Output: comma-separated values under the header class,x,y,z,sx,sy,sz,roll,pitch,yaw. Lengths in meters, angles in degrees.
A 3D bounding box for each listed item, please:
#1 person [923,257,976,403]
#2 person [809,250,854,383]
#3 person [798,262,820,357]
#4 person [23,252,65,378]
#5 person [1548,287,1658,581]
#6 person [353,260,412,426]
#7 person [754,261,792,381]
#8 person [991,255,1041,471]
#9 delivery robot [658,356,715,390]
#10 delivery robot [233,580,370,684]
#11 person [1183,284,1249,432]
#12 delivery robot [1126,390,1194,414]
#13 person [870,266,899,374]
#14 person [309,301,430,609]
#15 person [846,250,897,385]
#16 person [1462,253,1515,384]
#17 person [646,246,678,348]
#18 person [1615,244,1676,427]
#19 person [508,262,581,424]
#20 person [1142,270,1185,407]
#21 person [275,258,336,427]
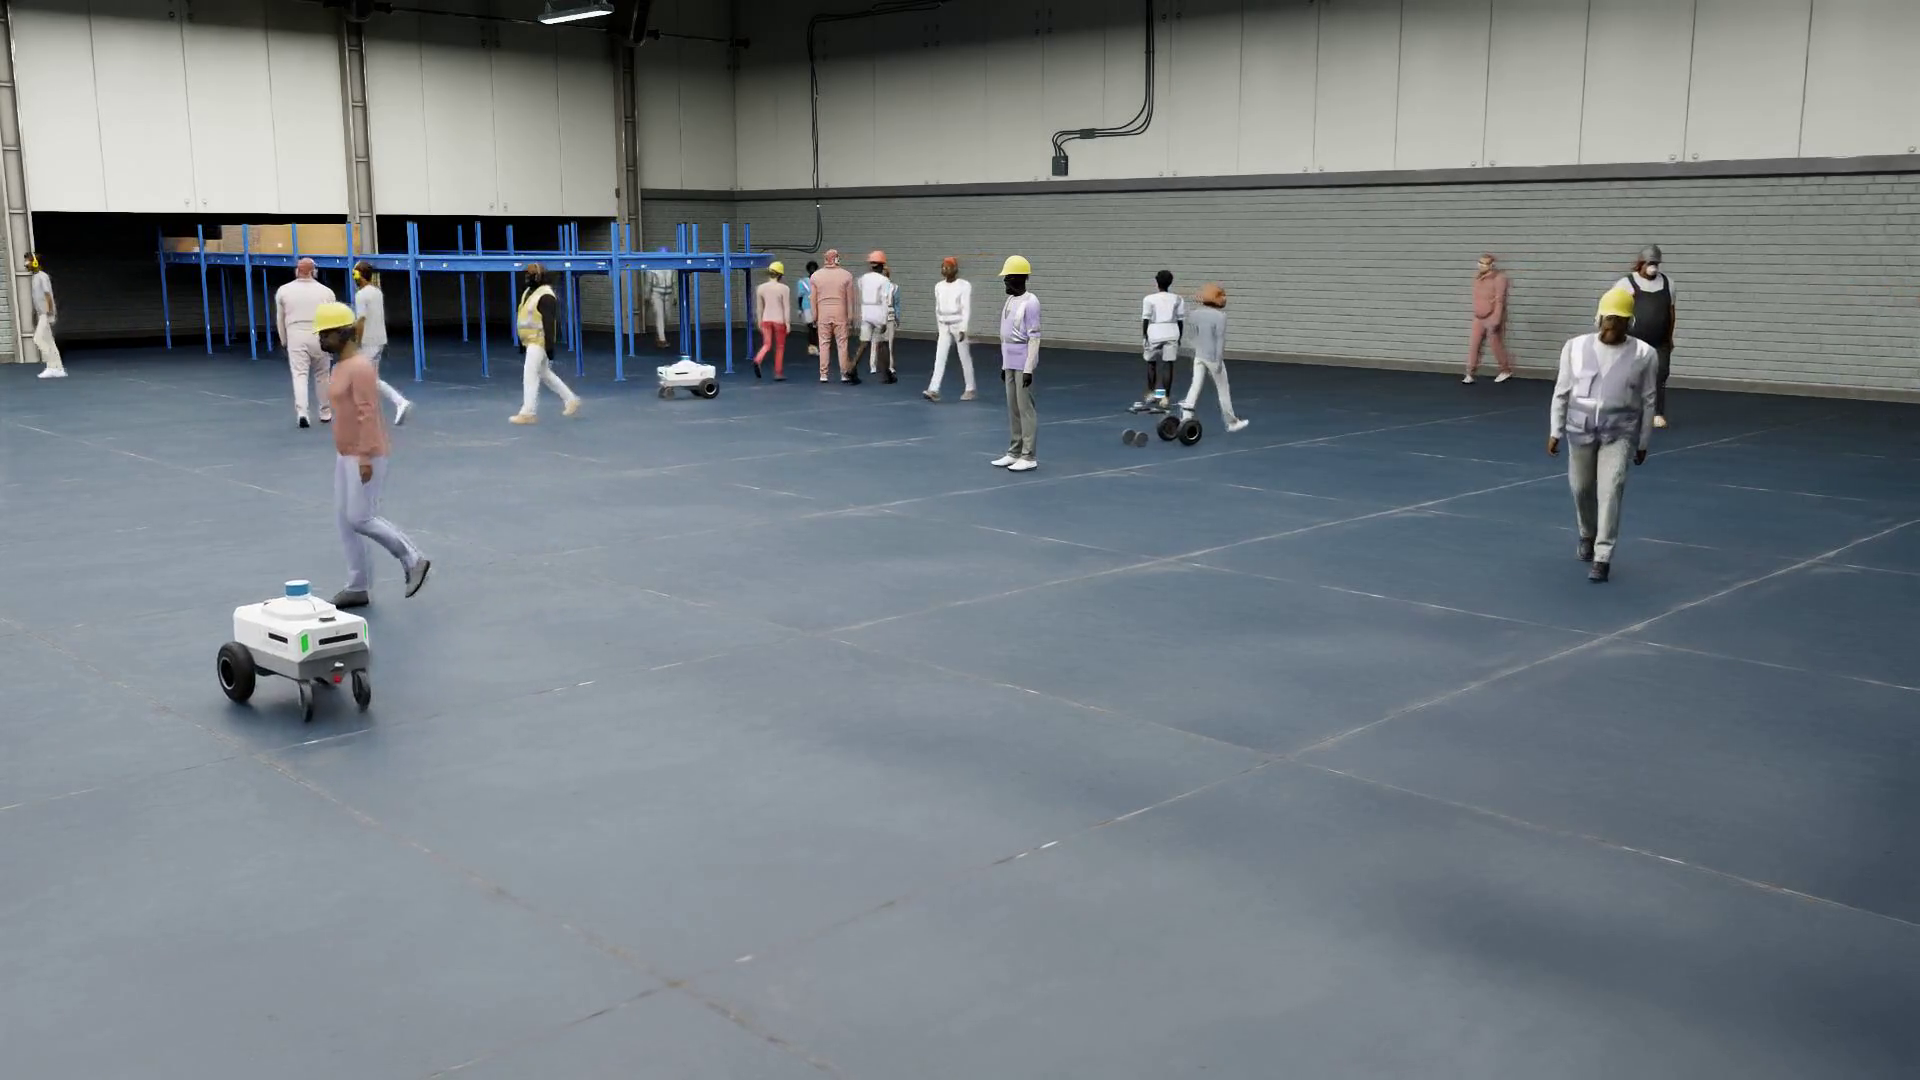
class,x,y,z,sx,sy,sz,roll,pitch,yaw
person,-0.111,-2.663,21.128,0.593,1.830,1.009,7,12,32
person,-1.838,-3.227,24.010,0.642,1.902,0.399,1,10,3
person,-2.572,-4.058,29.218,0.545,1.651,0.866,-5,12,-27
person,-13.599,-3.319,24.635,0.562,1.847,0.583,-10,14,-42
person,4.060,-0.696,10.499,0.594,1.801,0.864,6,12,30
person,-6.345,-2.103,18.065,0.572,1.846,0.638,1,10,4
person,-2.726,-3.165,24.126,0.529,1.741,0.624,4,11,19
person,0.523,-1.596,15.043,0.366,1.927,0.585,-4,11,-23
delivery robot,-3.578,-2.169,21.772,0.707,0.478,0.477,-5,12,-26
delivery robot,-3.008,0.429,7.589,0.707,0.478,0.477,9,13,41
person,2.691,-1.915,17.690,0.847,1.586,0.513,-7,12,-33
delivery robot,2.045,-1.419,16.960,0.698,0.223,0.335,-4,11,-23
person,-1.182,-3.380,25.551,0.518,1.639,0.312,-3,11,-14
person,-3.398,-0.483,9.459,0.497,1.747,0.554,-8,13,-36
person,-1.268,-3.163,23.689,0.552,1.903,0.859,6,12,29
person,7.595,-3.174,23.828,0.877,1.871,0.645,-7,12,-33
person,-5.743,-4.669,31.857,0.648,1.912,0.797,-7,13,-35
person,7.554,-2.224,18.271,0.724,2.000,0.738,0,10,0
person,-4.756,-2.257,18.949,0.848,1.817,0.626,-6,12,-30
person,2.504,-2.501,20.640,0.552,1.668,0.721,0,10,-2
person,-7.293,-2.217,18.611,0.642,1.866,0.954,-3,11,-17
